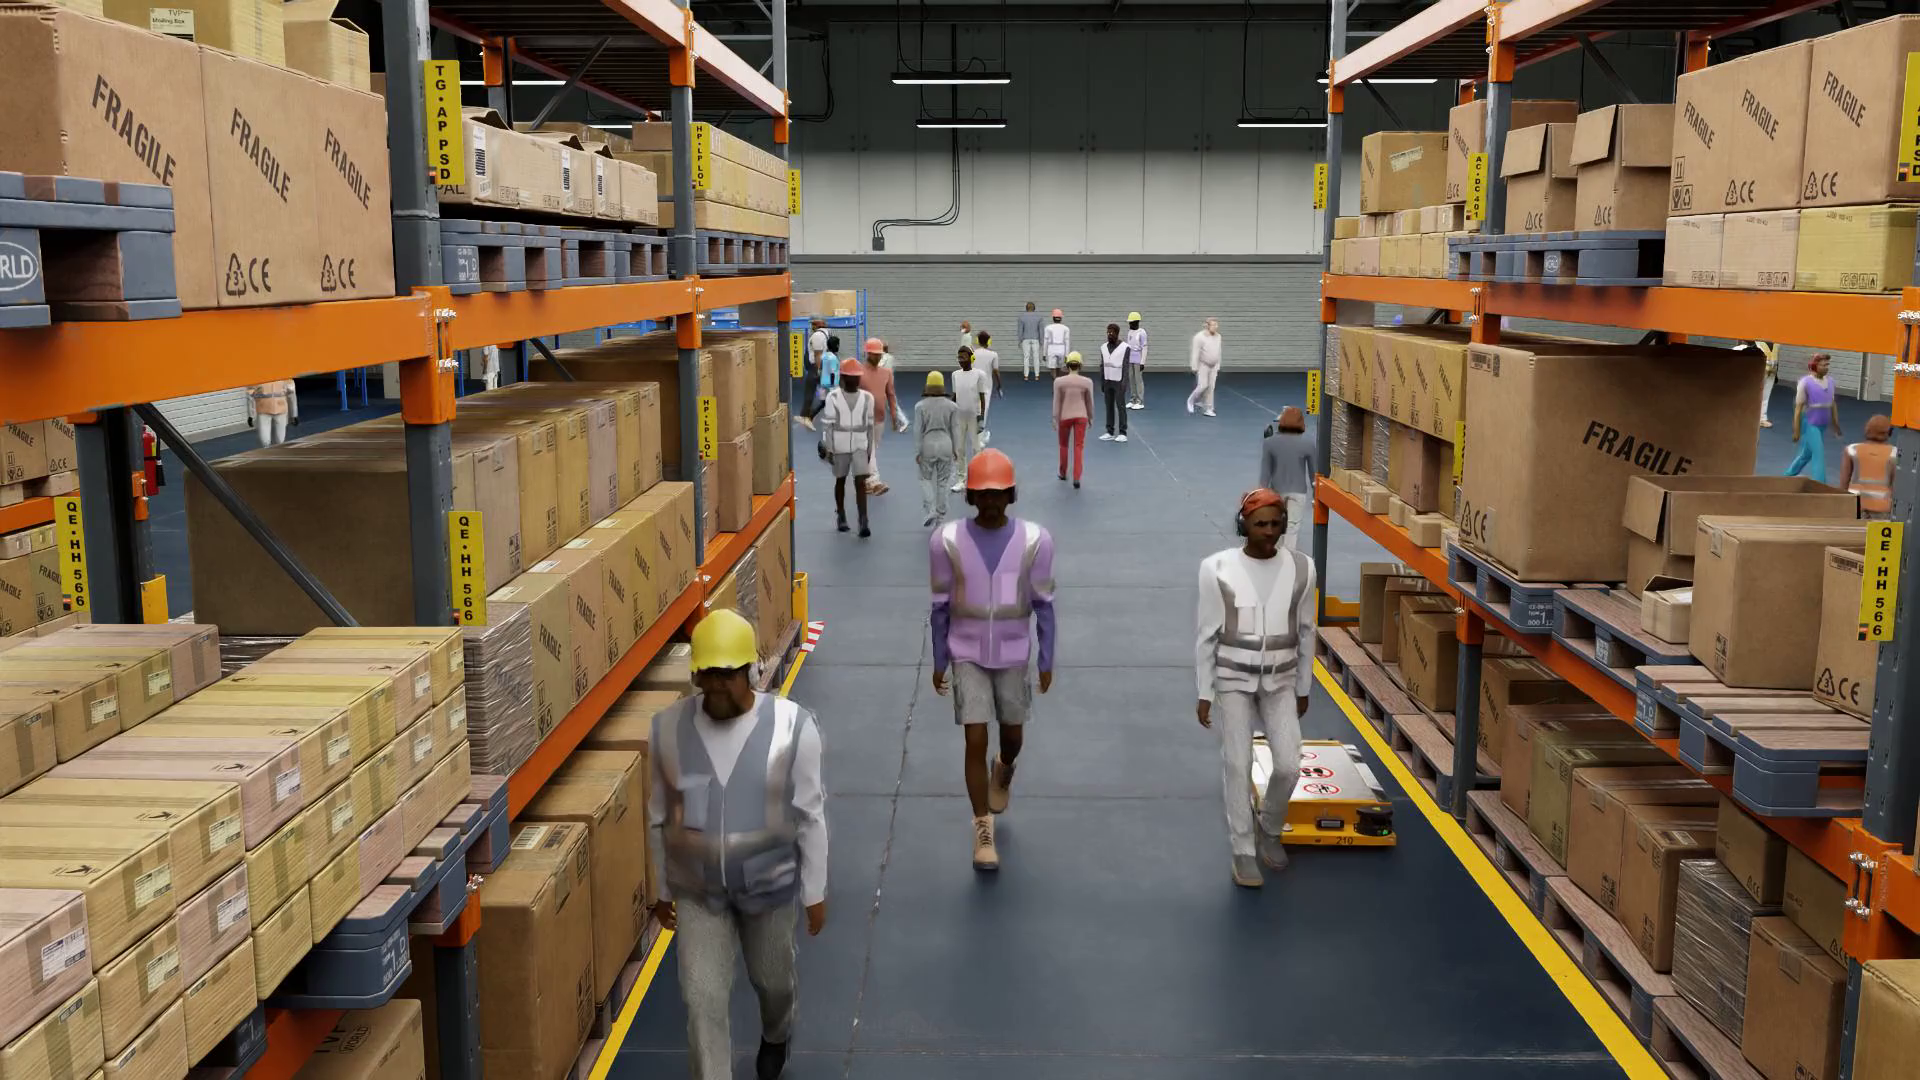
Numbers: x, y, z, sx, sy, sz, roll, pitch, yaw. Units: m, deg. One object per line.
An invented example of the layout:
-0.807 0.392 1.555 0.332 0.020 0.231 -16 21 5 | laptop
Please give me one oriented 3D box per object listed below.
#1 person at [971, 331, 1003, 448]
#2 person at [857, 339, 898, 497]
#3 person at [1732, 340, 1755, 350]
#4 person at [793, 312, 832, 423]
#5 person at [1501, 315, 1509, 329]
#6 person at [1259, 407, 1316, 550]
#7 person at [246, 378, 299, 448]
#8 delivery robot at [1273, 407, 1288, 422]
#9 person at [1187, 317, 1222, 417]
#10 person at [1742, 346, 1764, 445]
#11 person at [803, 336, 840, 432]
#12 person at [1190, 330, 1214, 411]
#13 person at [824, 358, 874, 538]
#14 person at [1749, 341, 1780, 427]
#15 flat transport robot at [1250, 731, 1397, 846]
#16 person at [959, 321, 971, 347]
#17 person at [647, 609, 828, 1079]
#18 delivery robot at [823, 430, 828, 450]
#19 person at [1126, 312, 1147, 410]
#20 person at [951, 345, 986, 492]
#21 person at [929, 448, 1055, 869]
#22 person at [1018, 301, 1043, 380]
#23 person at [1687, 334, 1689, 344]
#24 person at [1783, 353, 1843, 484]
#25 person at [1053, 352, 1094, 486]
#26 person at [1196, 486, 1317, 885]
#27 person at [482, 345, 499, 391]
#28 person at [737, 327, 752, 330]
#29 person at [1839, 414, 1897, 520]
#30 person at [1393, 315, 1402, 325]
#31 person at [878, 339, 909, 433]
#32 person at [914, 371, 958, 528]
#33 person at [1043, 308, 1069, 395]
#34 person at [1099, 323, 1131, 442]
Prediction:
0.399 -2.393 26.334 0.559 1.814 0.979 3 10 17 | person
-1.044 -1.519 20.700 0.654 1.946 0.990 -7 11 -34 | person
12.315 -2.396 26.161 0.357 1.885 0.573 -3 10 -15 | person
-2.643 -3.129 30.213 0.886 2.000 0.690 4 10 22 | person
12.959 -4.784 40.514 0.985 1.858 0.675 -8 12 -39 | person
3.026 -0.423 15.207 0.530 1.585 0.843 3 10 19 | person
-9.008 -1.688 21.812 0.622 1.913 0.404 -7 12 -35 | person
5.352 -2.073 27.277 0.335 0.223 0.698 6 11 31 | delivery robot
4.642 -3.290 31.540 0.656 1.884 0.556 -7 12 -35 | person
8.942 -1.238 19.007 0.603 1.959 0.377 -8 12 -38 | person
-2.276 -2.663 28.435 0.845 1.658 0.522 -4 10 -25 | person
4.793 -3.340 32.659 0.525 1.599 0.809 -6 11 -31 | person
-1.174 -0.992 17.760 0.543 1.894 1.011 -2 10 -11 | person
14.220 -2.917 29.425 0.625 1.840 0.430 -2 10 -14 | person
1.865 1.311 8.913 0.652 0.197 1.431 0 9 3 | flat transport robot
0.135 -4.056 36.929 0.324 1.615 0.600 -1 10 -6 | person
-0.732 1.092 5.524 0.597 1.801 0.848 0 9 1 | person
-1.774 -1.498 24.605 0.477 0.478 0.707 -4 10 -21 | delivery robot
3.468 -3.560 33.012 0.379 1.923 0.595 -5 11 -26 | person
0.097 -1.538 21.115 0.501 1.862 0.330 5 11 29 | person
0.157 0.534 8.228 0.611 2.021 0.841 0 9 -1 | person
1.746 -4.933 41.212 0.628 1.937 0.378 0 9 -2 | person
15.936 -4.175 36.993 0.622 1.831 0.539 -6 11 -32 | person
10.501 -1.412 20.497 0.567 1.810 0.936 -5 11 -28 | person
1.476 -1.595 21.834 0.546 1.726 0.864 0 9 -1 | person
1.378 0.683 7.756 0.588 1.871 0.404 0 9 -3 | person
-8.440 -2.999 29.864 0.313 1.861 0.512 1 10 8 | person
-3.280 -2.446 26.320 0.707 1.933 0.603 -8 13 -41 | person
7.887 -0.288 14.409 0.515 1.594 0.861 6 11 33 | person
8.657 -3.389 32.142 0.928 1.905 0.637 8 13 41 | person
-1.243 -2.601 28.227 0.787 1.612 0.523 -6 11 -32 | person
-0.259 -0.978 18.156 0.494 1.728 0.389 -1 10 -7 | person
2.106 -4.068 36.105 0.548 1.910 0.887 -2 10 -14 | person
2.538 -2.577 27.173 0.606 1.913 0.393 9 13 43 | person
